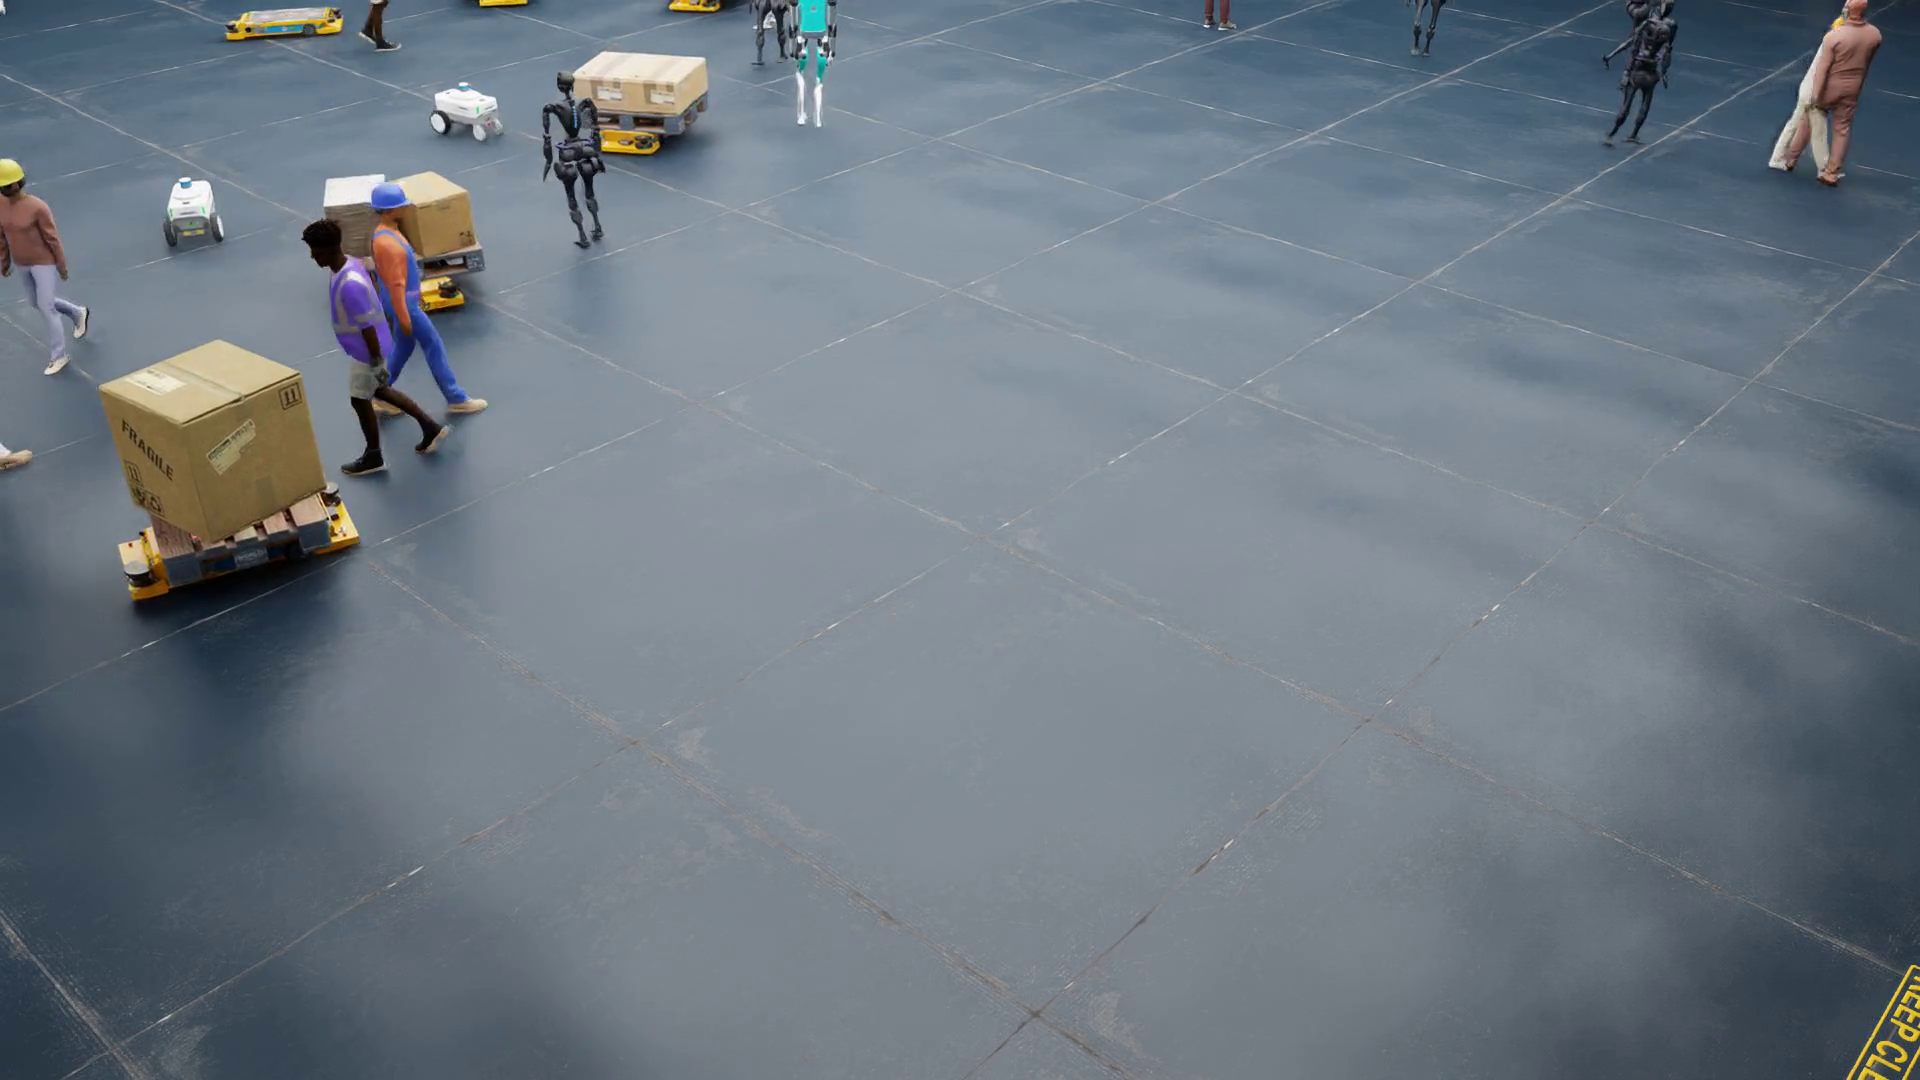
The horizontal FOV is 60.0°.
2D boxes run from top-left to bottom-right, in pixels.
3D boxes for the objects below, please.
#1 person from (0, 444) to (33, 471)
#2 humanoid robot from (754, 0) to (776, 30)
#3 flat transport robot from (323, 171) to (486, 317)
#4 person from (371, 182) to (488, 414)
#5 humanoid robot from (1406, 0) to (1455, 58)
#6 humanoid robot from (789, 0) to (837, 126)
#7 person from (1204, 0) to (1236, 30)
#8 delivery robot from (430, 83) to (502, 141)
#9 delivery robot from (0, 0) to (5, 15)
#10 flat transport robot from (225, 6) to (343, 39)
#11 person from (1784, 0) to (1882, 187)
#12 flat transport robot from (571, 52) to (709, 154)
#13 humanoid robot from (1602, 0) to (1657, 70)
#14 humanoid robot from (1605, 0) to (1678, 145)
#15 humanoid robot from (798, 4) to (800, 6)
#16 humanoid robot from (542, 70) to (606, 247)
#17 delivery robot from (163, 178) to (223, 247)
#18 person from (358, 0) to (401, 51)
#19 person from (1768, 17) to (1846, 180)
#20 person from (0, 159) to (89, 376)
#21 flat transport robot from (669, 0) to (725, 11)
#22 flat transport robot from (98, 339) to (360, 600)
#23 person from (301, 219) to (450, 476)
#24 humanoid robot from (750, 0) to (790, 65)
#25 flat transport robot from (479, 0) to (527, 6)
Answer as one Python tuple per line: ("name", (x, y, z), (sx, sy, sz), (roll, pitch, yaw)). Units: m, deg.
("person", (-7.121, -1.127, 11.521), (0.629, 1.803, 0.891), (26, 40, 35))
("humanoid robot", (-2.517, -7.720, 22.147), (0.680, 1.755, 0.544), (-7, 32, -10))
("flat transport robot", (-4.984, -2.401, 15.020), (0.659, 0.231, 1.431), (-15, 35, -23))
("person", (-4.183, -1.797, 12.531), (0.882, 1.873, 0.526), (-10, 33, -15))
("humanoid robot", (5.960, -6.922, 20.967), (0.600, 1.650, 0.425), (6, 32, 10))
("humanoid robot", (-1.663, -5.503, 18.654), (0.547, 1.790, 0.784), (-6, 32, -9))
("person", (3.490, -7.742, 22.155), (0.539, 1.815, 0.365), (26, 40, 35))
("delivery robot", (-5.540, -4.815, 18.651), (0.811, 0.610, 0.499), (18, 36, 26))
("delivery robot", (-13.621, -7.511, 22.996), (0.786, 0.614, 0.523), (-22, 38, -31))
("flat transport robot", (-9.055, -6.931, 22.314), (1.431, 0.231, 0.659), (-8, 33, -12))
("person", (8.975, -4.648, 17.126), (0.658, 1.874, 0.897), (-2, 32, -4))
("flat transport robot", (-3.523, -4.635, 18.618), (0.659, 0.231, 1.431), (6, 32, 10))
("humanoid robot", (8.354, -6.649, 20.554), (0.686, 1.633, 0.585), (-4, 32, -6))
("humanoid robot", (7.395, -5.082, 18.006), (0.583, 1.640, 0.388), (-10, 33, -16))
("humanoid robot", (-2.085, -8.335, 23.225), (0.900, 1.779, 0.584), (-14, 34, -21))
("humanoid robot", (-3.609, -3.569, 15.568), (0.589, 1.657, 0.331), (-19, 36, -27))
("delivery robot", (-7.392, -3.188, 16.005), (0.499, 0.583, 0.774), (-9, 33, -15))
("person", (-7.474, -7.215, 21.192), (0.481, 1.941, 0.654), (-14, 35, -22))
("person", (8.956, -4.565, 17.186), (0.814, 1.655, 0.468), (13, 34, 20))
("person", (-7.417, -2.268, 13.407), (0.529, 1.738, 0.726), (8, 33, 12))
("flat transport robot", (-3.624, -7.801, 23.716), (0.659, 0.231, 1.431), (5, 32, 7))
("flat transport robot", (-4.852, -0.017, 11.181), (1.431, 0.231, 0.659), (-17, 35, -25))
("person", (-4.157, -1.397, 11.834), (0.755, 1.923, 0.617), (-11, 34, -17))
("humanoid robot", (-2.363, -6.724, 20.664), (0.595, 1.639, 0.672), (9, 33, 14))
("flat transport robot", (-6.625, -7.954, 23.963), (0.659, 0.231, 1.431), (-6, 32, -10))
